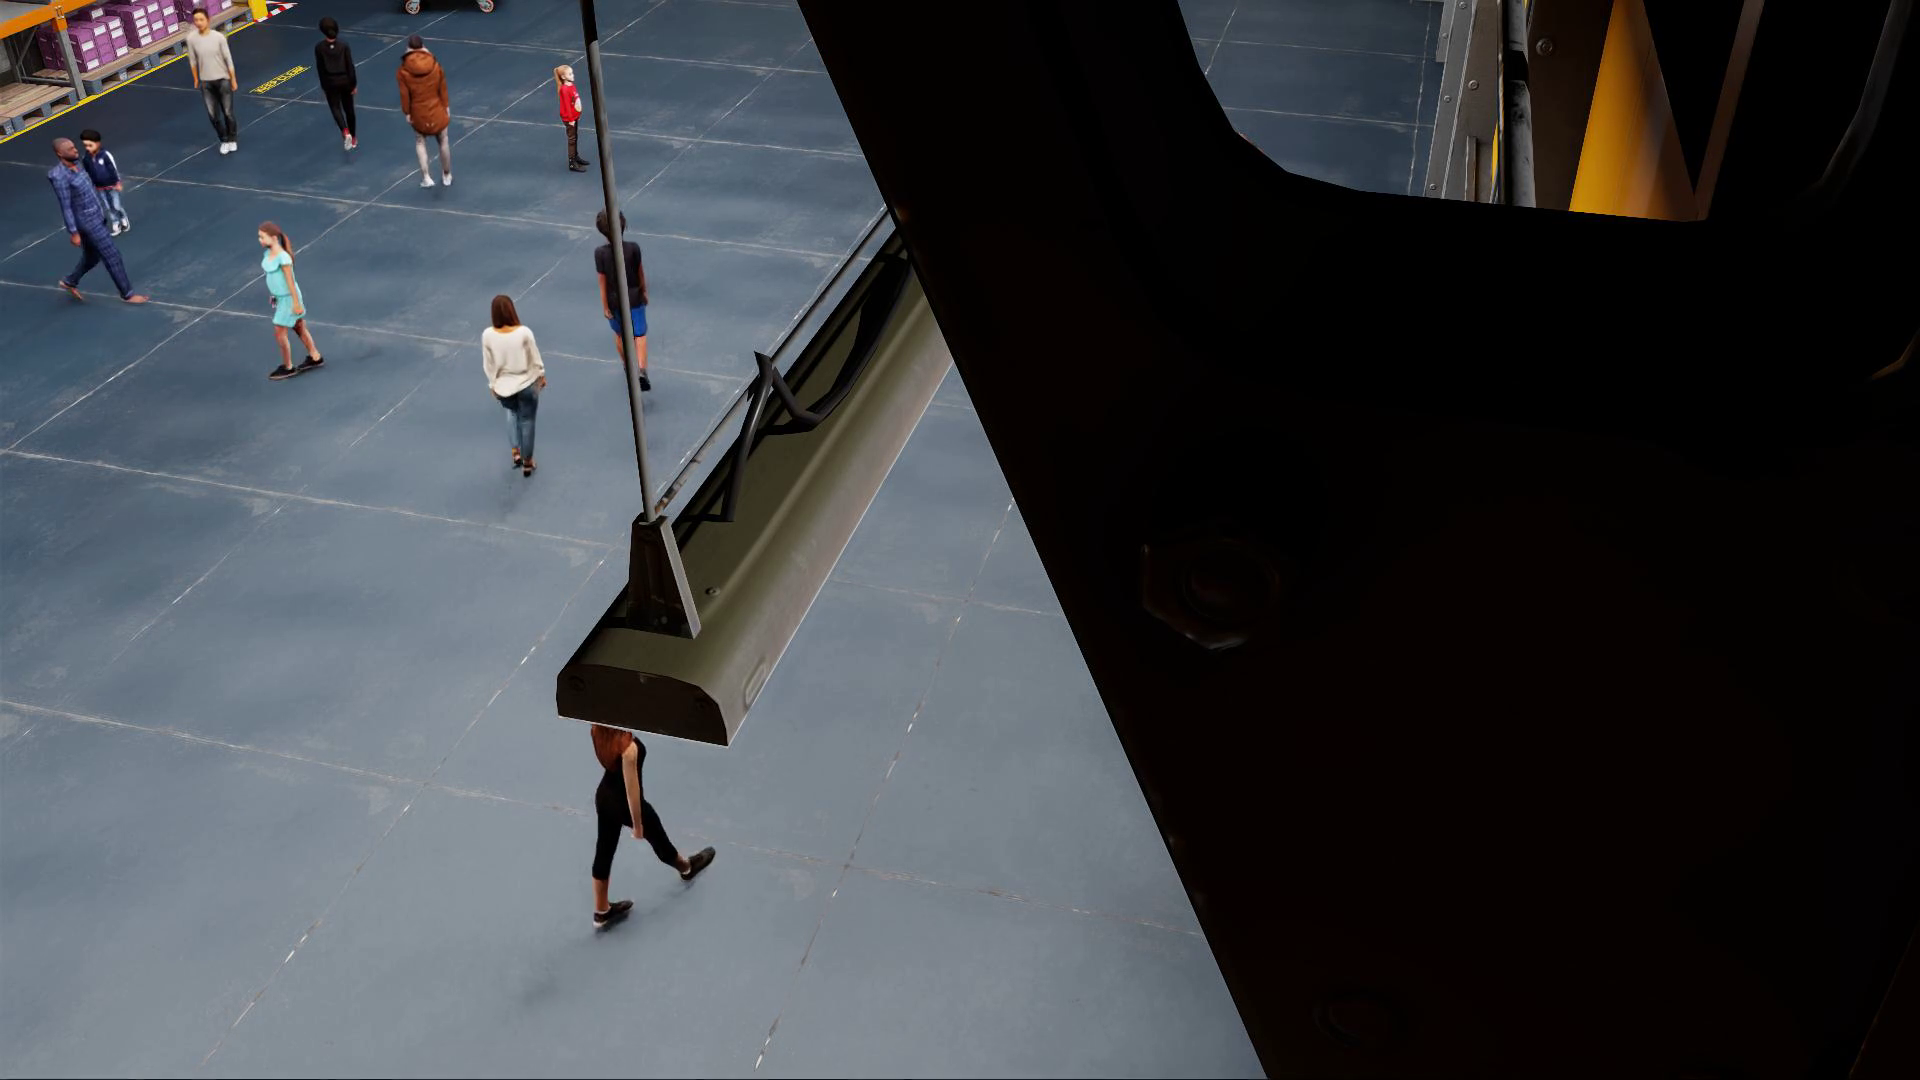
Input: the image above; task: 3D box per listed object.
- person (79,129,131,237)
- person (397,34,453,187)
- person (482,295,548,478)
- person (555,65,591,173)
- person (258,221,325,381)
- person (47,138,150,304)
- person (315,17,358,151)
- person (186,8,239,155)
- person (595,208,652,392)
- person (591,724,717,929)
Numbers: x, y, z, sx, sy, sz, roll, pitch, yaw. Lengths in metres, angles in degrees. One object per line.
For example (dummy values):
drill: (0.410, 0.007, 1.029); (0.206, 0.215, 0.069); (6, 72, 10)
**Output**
person: (-9.620, -4.054, 18.750); (0.587, 1.216, 0.586); (0, 34, 0)
person: (-6.290, -5.044, 19.681); (0.862, 1.835, 0.908); (-10, 35, -15)
person: (-3.794, -1.272, 14.155); (0.668, 1.671, 0.650); (2, 34, 2)
person: (-4.768, -5.191, 20.402); (0.604, 1.281, 0.490); (0, 34, 0)
person: (-6.334, -2.315, 15.839); (0.881, 1.542, 0.796); (-23, 40, -30)
person: (-8.990, -3.233, 17.000); (0.965, 1.787, 1.134); (-2, 34, -3)
person: (-7.757, -5.661, 20.768); (0.893, 1.660, 0.988); (-13, 36, -18)
person: (-9.307, -5.782, 20.821); (0.812, 1.802, 0.835); (-8, 34, -12)
person: (-3.097, -2.201, 15.452); (0.898, 1.781, 1.112); (-8, 34, -12)
person: (-2.067, 1.605, 9.806); (1.165, 1.693, 0.950); (-29, 43, -36)
